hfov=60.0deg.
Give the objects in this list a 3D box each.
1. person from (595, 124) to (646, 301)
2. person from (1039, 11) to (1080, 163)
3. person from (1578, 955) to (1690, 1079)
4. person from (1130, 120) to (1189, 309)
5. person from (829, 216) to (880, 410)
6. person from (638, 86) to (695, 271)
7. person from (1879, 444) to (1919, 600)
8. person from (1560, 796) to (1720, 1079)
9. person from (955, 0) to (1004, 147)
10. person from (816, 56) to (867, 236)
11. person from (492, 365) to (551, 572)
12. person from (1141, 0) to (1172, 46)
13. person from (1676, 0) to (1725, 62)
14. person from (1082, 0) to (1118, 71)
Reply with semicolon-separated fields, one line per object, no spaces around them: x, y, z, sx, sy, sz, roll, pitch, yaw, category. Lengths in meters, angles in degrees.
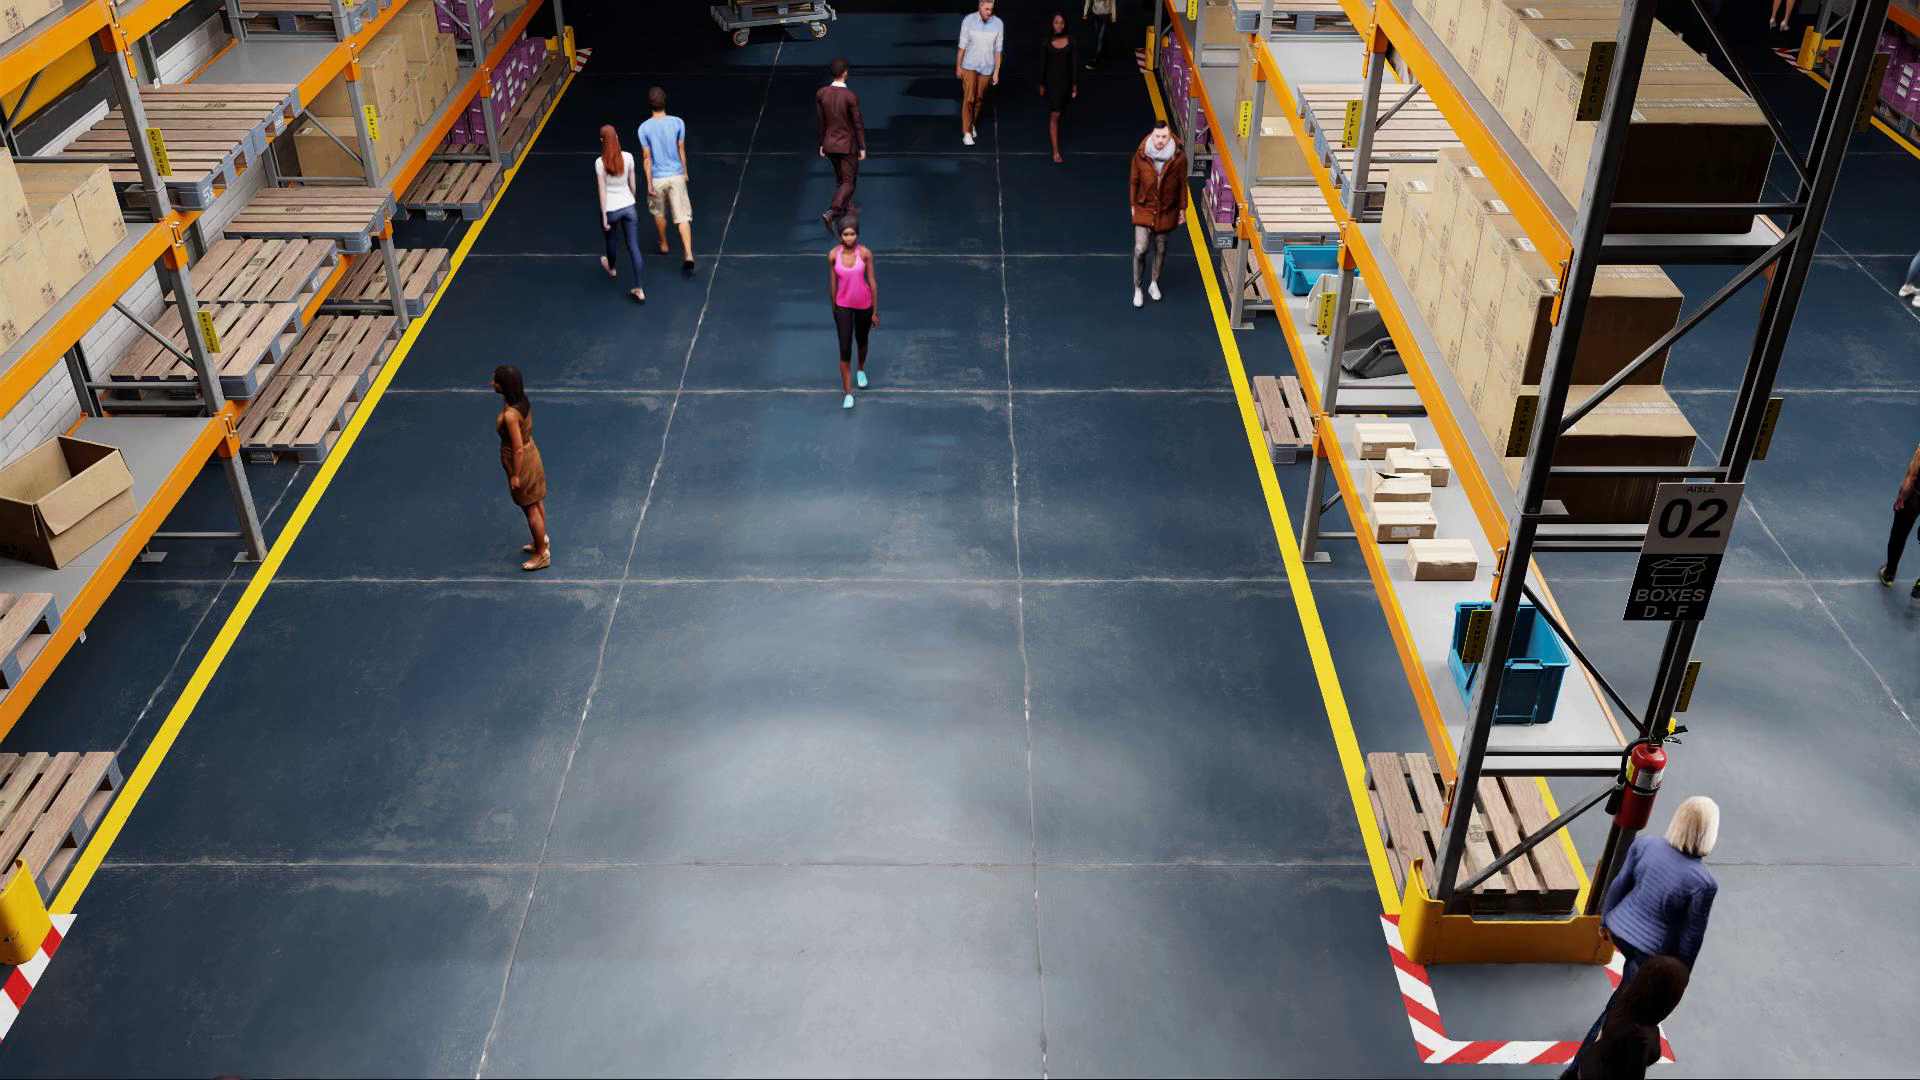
-3.293;-3.163;16.276;0.917;1.693;1.184;-16;37;-23;person
1.154;-5.393;19.635;0.755;1.688;1.202;-6;34;-9;person
2.918;2.549;7.776;0.832;1.589;1.051;8;34;11;person
1.915;-3.230;16.259;0.714;1.823;0.777;-1;34;-2;person
-0.926;-2.074;14.646;0.602;1.683;1.017;-3;34;-4;person
-2.935;-3.627;16.847;0.871;1.833;1.289;-9;35;-13;person
7.010;-0.256;12.040;0.681;1.541;0.879;9;35;14;person
3.394;2.084;8.422;1.155;1.648;1.260;-17;37;-23;person
0.199;-5.722;20.049;0.844;1.777;0.985;-5;34;-8;person
-1.286;-4.156;17.637;1.020;1.840;1.247;15;36;21;person
-3.246;-0.549;12.346;0.652;1.690;0.495;-6;34;-8;person
2.840;-7.846;23.196;0.979;1.832;0.931;-23;40;-30;person
10.094;-7.428;22.540;0.646;1.861;1.182;2;34;3;person
1.951;-7.109;22.451;0.922;1.428;1.060;22;39;29;person
